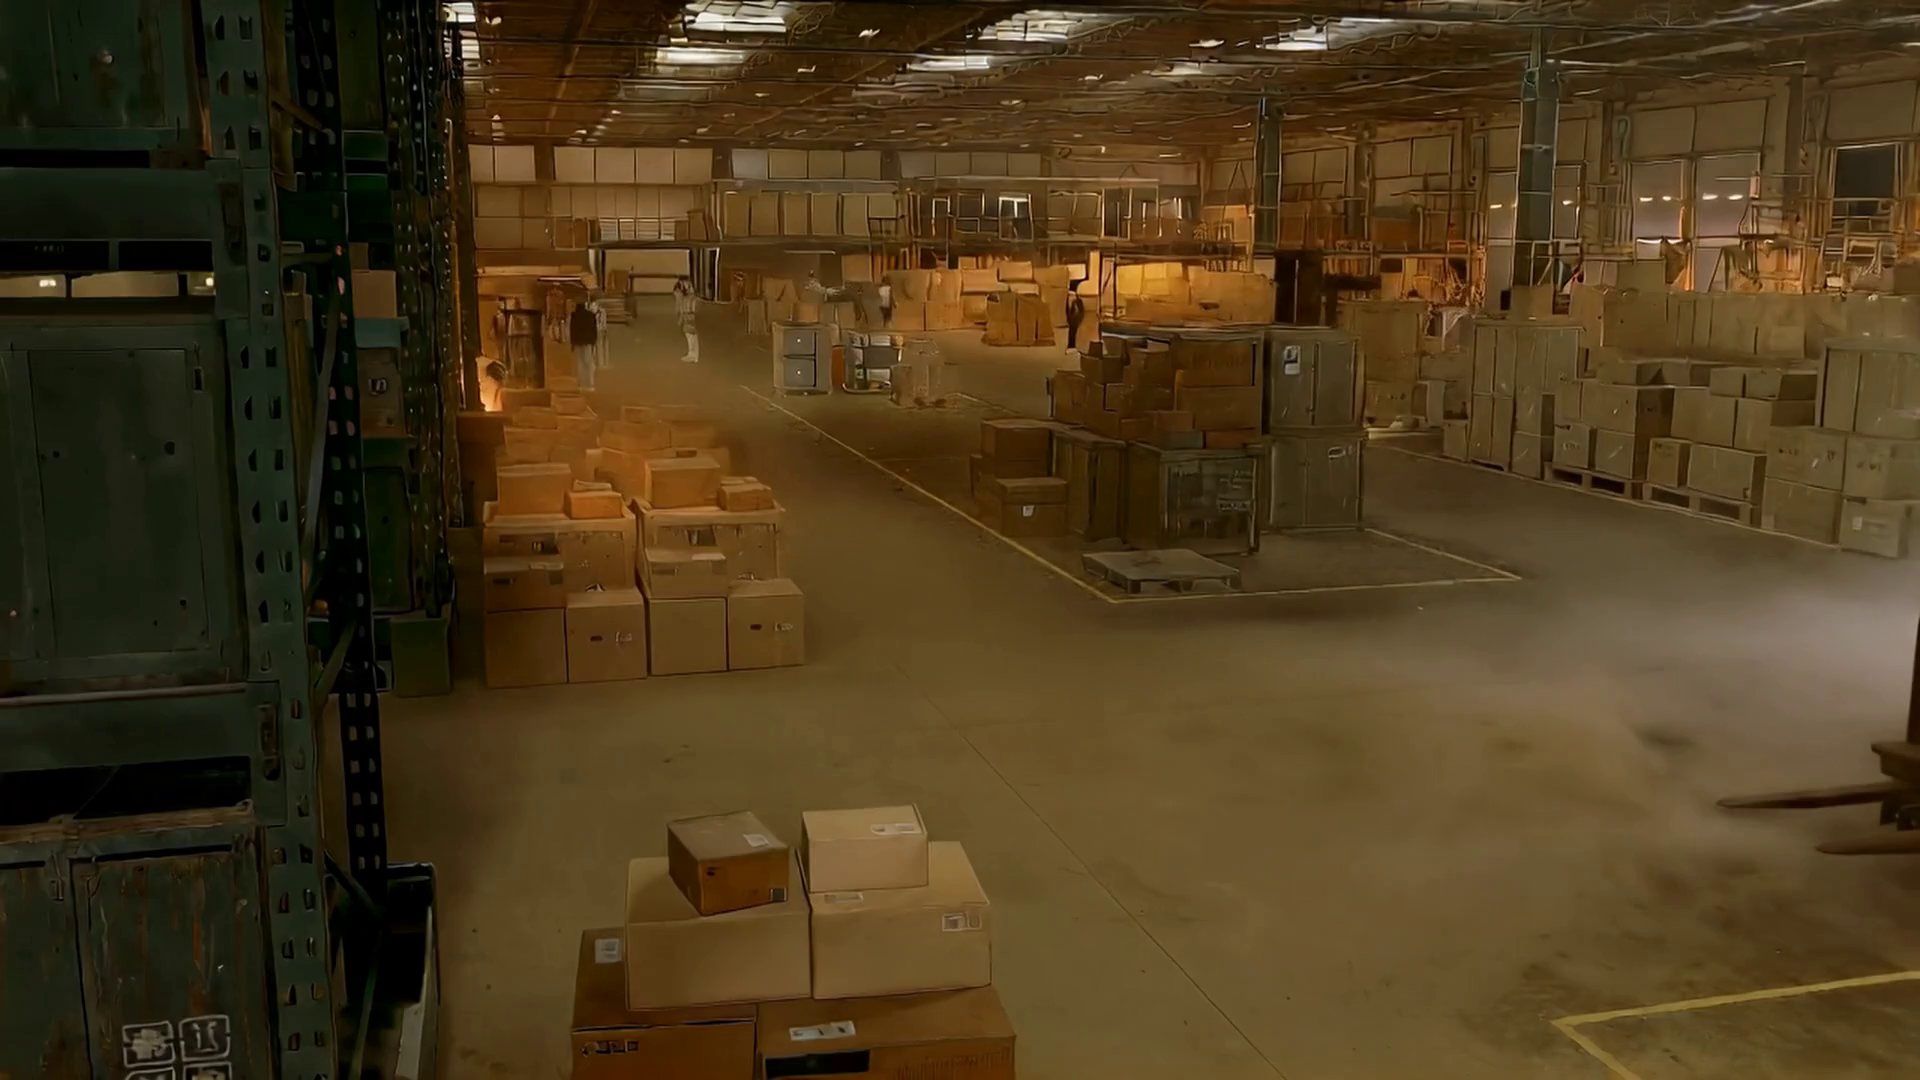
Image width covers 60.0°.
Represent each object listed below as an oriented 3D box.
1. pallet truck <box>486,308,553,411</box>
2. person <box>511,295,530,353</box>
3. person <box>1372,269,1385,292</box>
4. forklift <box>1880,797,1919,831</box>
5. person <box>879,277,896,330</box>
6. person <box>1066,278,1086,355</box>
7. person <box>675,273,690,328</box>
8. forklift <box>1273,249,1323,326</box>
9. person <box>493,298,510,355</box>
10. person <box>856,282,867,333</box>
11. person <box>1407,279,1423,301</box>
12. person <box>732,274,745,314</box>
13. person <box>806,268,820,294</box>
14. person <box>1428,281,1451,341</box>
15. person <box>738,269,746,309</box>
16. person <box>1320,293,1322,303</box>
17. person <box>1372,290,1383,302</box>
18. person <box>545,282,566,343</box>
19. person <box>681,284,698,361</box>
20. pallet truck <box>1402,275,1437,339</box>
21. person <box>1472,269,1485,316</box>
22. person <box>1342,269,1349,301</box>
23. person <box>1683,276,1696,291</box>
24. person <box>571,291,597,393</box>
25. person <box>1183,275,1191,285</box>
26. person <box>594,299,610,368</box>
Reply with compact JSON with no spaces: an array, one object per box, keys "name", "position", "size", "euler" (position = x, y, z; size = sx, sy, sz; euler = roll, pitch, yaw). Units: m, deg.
[{"name":"pallet truck","position":[-6.242,-2.418,24.362],"size":[0.823,1.965,1.885],"euler":[1,10,3]},{"name":"person","position":[-9.182,-4.193,34.788],"size":[0.597,1.863,0.662],"euler":[6,12,32]},{"name":"person","position":[19.625,-11.830,78.179],"size":[0.620,1.821,0.636],"euler":[8,13,39]},{"name":"forklift","position":[5.573,0.091,7.659],"size":[1.873,2.768,1.129],"euler":[-3,10,-15]},{"name":"person","position":[-2.250,-7.483,53.321],"size":[0.723,1.893,0.616],"euler":[-8,13,-38]},{"name":"person","position":[3.079,-5.952,44.256],"size":[0.537,2.000,0.679],"euler":[1,10,4]},{"name":"person","position":[-9.766,-8.443,58.705],"size":[0.587,1.920,0.391],"euler":[-1,10,-6]},{"name":"forklift","position":[4.855,-2.824,24.162],"size":[1.873,2.768,1.129],"euler":[-3,10,-15]},{"name":"person","position":[-10.385,-4.682,38.032],"size":[0.535,1.697,0.322],"euler":[-3,10,-17]},{"name":"person","position":[-2.879,-6.618,48.586],"size":[0.697,1.843,0.549],"euler":[4,11,22]},{"name":"person","position":[13.019,-6.492,47.607],"size":[0.634,1.937,0.361],"euler":[-8,13,-38]},{"name":"person","position":[-9.422,-10.465,70.734],"size":[0.527,1.718,0.923],"euler":[0,10,3]},{"name":"person","position":[-6.367,-10.676,71.287],"size":[0.626,1.934,0.802],"euler":[5,11,26]},{"name":"person","position":[14.597,-6.999,50.803],"size":[0.740,1.817,0.657],"euler":[-7,12,-33]},{"name":"person","position":[-10.076,-11.565,76.594],"size":[0.505,1.845,0.345],"euler":[-8,13,-40]},{"name":"person","position":[11.769,-7.738,55.343],"size":[0.533,1.697,0.318],"euler":[1,10,8]},{"name":"person","position":[9.048,-4.434,35.987],"size":[0.645,1.926,0.608],"euler":[-2,10,-10]},{"name":"person","position":[-11.002,-6.069,45.271],"size":[0.559,1.916,0.788],"euler":[0,10,0]},{"name":"person","position":[-6.783,-5.460,41.758],"size":[0.358,1.938,0.542],"euler":[-8,13,-38]},{"name":"pallet truck","position":[14.620,-7.324,52.145],"size":[0.823,1.965,1.885],"euler":[8,13,40]},{"name":"person","position":[20.550,-9.772,66.025],"size":[0.392,1.991,0.612],"euler":[-4,11,-22]},{"name":"person","position":[16.491,-10.557,70.691],"size":[0.548,1.921,0.625],"euler":[8,13,38]},{"name":"person","position":[24.093,-7.819,55.222],"size":[0.609,1.906,0.597],"euler":[0,10,0]},{"name":"person","position":[-7.404,-3.881,32.652],"size":[0.609,1.996,0.383],"euler":[6,11,29]},{"name":"person","position":[8.124,-8.591,59.785],"size":[0.401,1.840,0.569],"euler":[-2,10,-10]},{"name":"person","position":[-8.469,-4.861,39.223],"size":[0.315,1.636,0.515],"euler":[4,11,23]}]
